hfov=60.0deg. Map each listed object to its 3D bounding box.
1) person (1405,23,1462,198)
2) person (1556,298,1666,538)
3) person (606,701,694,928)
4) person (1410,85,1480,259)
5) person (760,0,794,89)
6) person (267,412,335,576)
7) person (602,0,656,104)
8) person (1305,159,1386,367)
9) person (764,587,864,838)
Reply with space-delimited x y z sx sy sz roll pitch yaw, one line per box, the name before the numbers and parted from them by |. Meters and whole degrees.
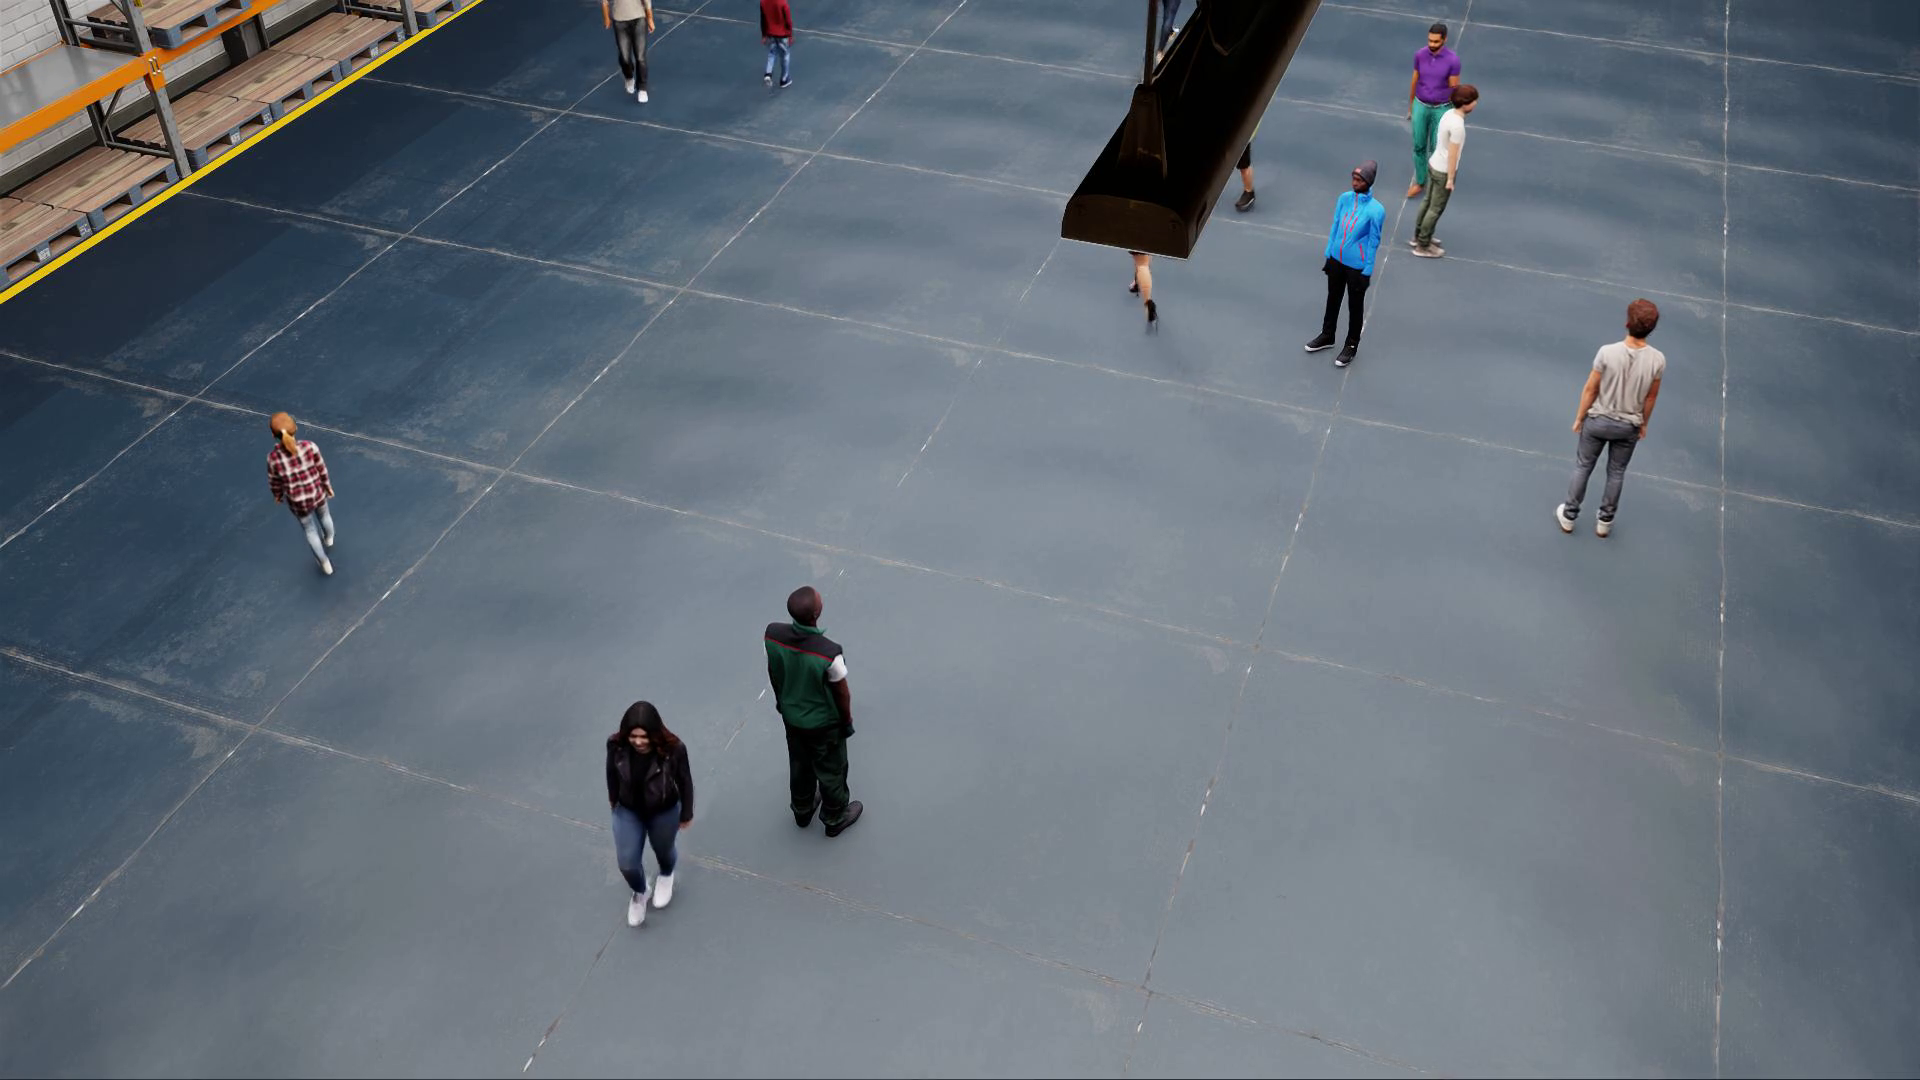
person | 4.646 -4.219 16.223 0.829 1.744 0.916 23 44 26
person | 4.672 -0.848 11.882 0.672 1.892 0.576 9 40 11
person | -1.702 1.430 9.248 0.742 1.619 0.742 3 39 4
person | 4.428 -3.393 15.264 0.679 1.650 0.571 1 39 1
person | -2.026 -5.557 18.297 0.497 1.246 0.628 12 40 15
person | -4.596 -0.303 11.683 0.800 1.289 0.847 -18 42 -21
person | -3.581 -5.668 17.994 0.832 1.797 0.874 -9 39 -11
person | 3.252 -2.313 13.796 0.692 1.794 0.692 -30 47 -32
person | -0.850 0.996 9.615 0.705 1.840 0.635 17 42 21
